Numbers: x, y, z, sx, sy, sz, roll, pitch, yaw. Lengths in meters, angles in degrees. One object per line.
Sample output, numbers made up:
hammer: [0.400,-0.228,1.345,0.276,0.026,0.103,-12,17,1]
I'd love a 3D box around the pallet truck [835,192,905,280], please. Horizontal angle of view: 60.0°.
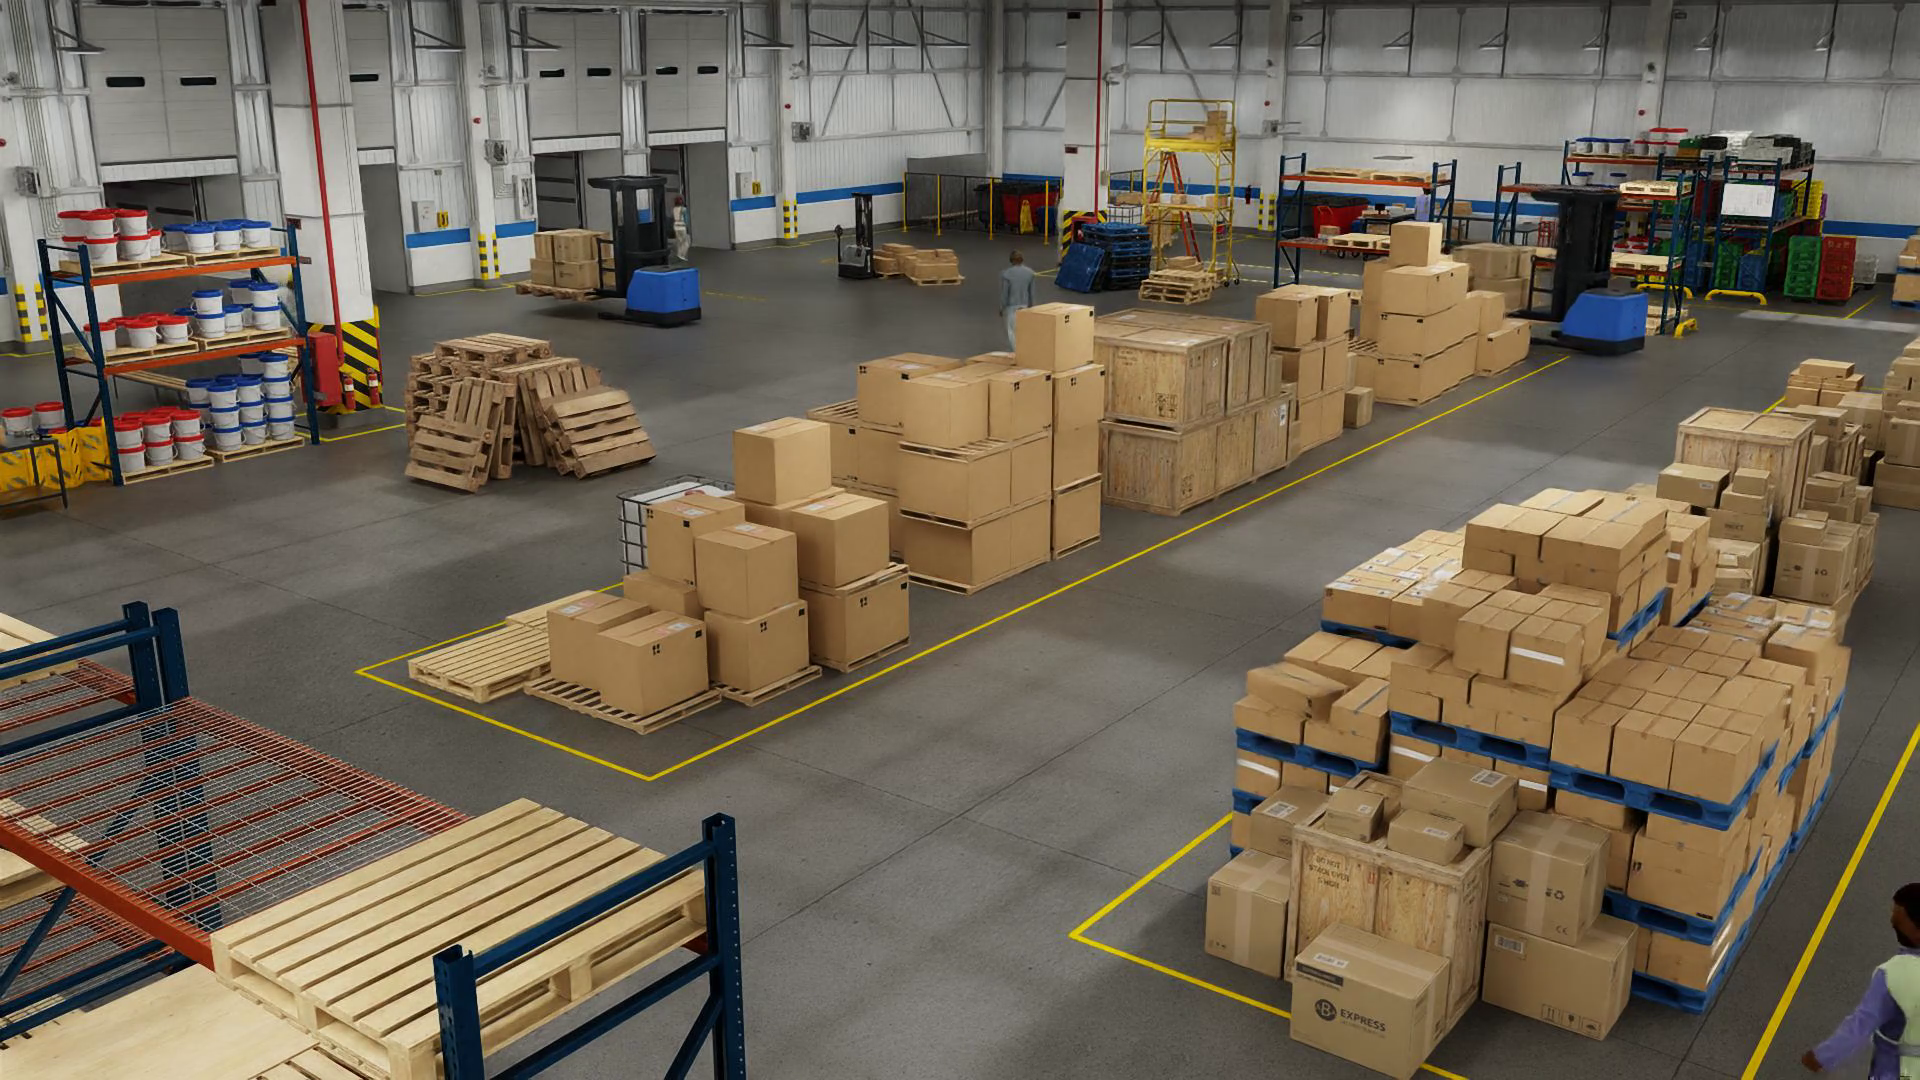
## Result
pallet truck: [-1.936,-7.159,38.982,1.885,1.965,0.823,-12,21,-34]

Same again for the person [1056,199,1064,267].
person: [2.534,-7.623,40.707,0.432,1.902,0.672,-5,17,-15]

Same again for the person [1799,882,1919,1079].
person: [4.197,2.392,7.572,0.605,1.872,0.822,-9,19,-27]

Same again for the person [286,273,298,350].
person: [-11.229,-3.687,28.018,0.891,1.691,0.562,0,17,-1]

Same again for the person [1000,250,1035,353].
person: [0.983,-4.046,28.775,0.635,1.937,0.353,-7,18,-21]

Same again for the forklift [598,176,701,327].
forklift: [-6.138,-5.705,32.666,1.873,2.768,1.129,12,21,35]

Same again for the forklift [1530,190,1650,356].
forklift: [11.275,-4.813,29.712,1.129,2.768,1.873,-13,21,-36]

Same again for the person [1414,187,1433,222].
person: [11.808,-8.125,42.289,0.369,1.933,0.551,-10,19,-30]

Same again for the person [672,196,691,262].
person: [-6.978,-7.766,41.613,0.553,1.633,0.361,13,21,36]
